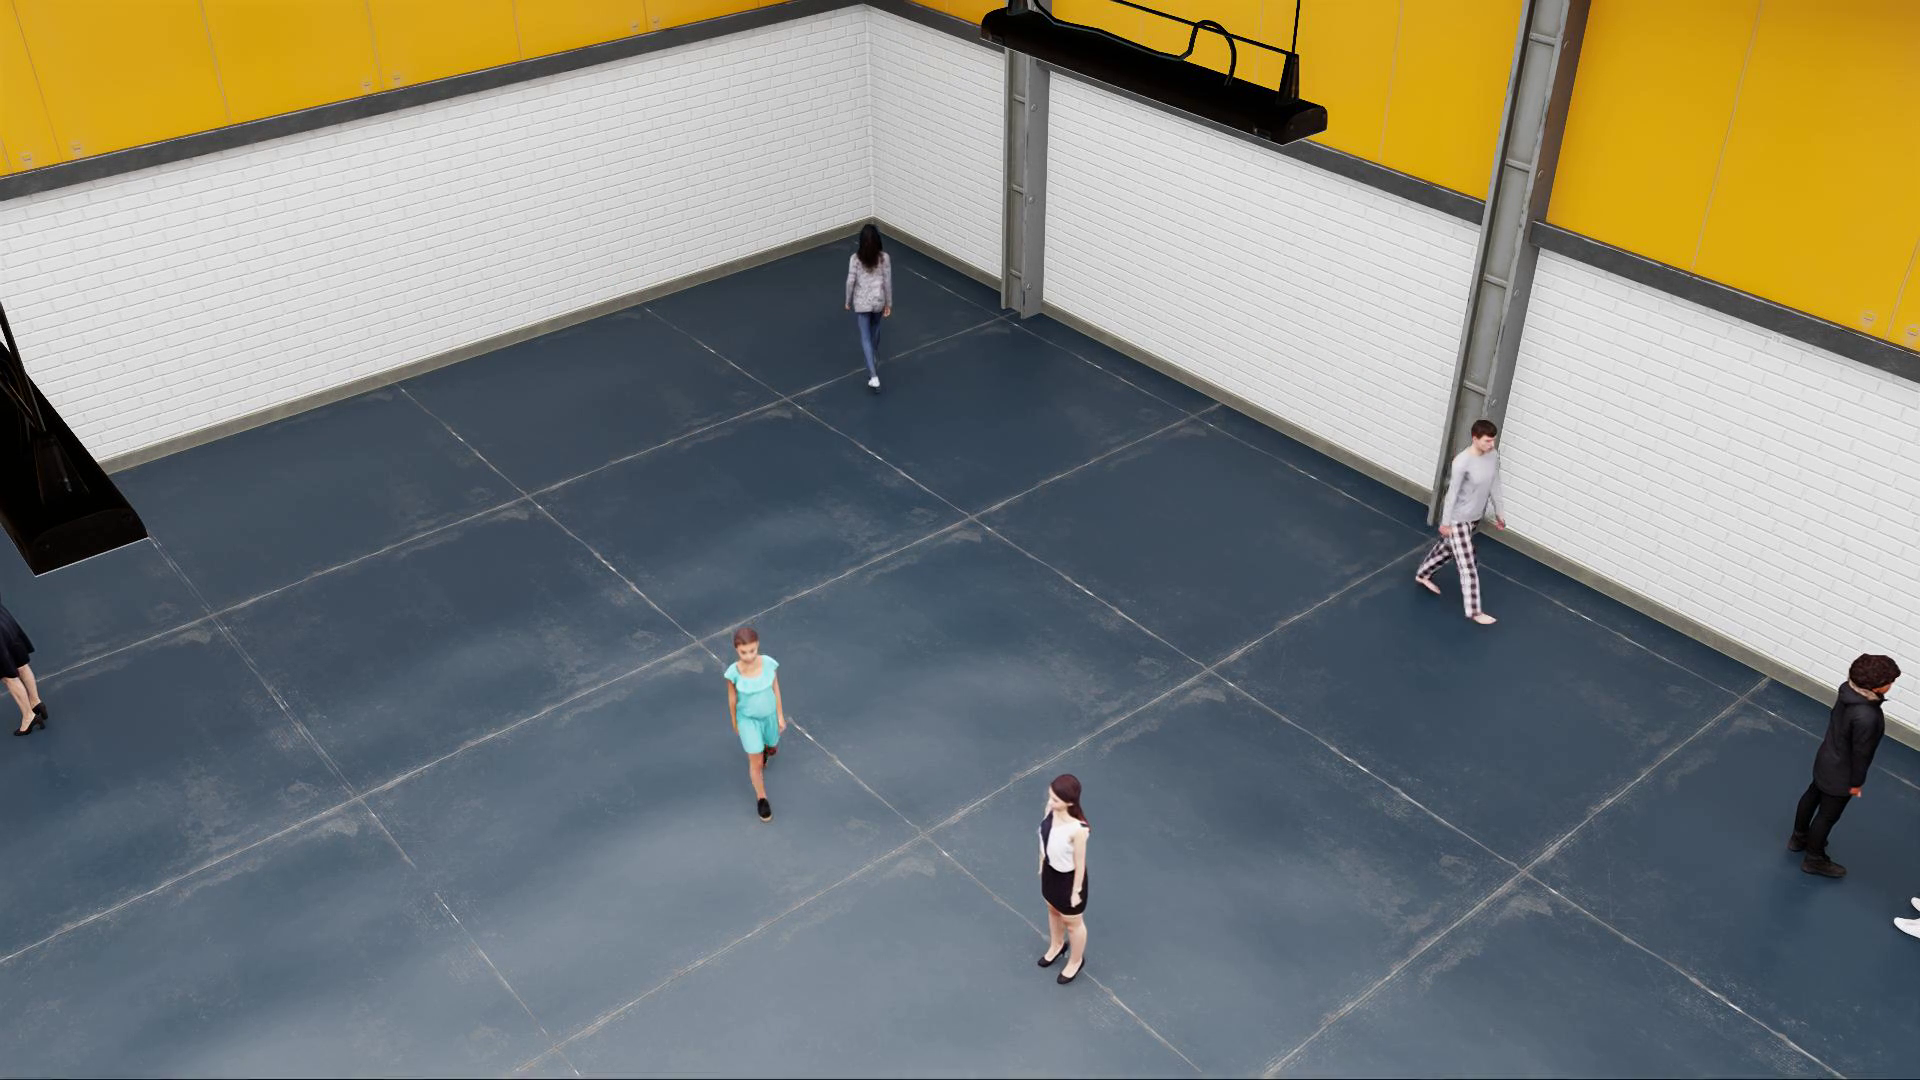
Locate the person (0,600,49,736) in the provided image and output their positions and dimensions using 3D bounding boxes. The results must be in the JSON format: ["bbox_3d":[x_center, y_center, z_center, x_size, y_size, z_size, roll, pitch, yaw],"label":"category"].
[{"bbox_3d":[-7.280,0.722,12.538,0.764,1.747,0.675,-3,34,-5],"label":"person"}]

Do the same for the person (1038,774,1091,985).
[{"bbox_3d":[0.662,2.127,10.511,0.622,1.649,0.461,-22,39,-29],"label":"person"}]

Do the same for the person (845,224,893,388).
[{"bbox_3d":[-0.935,-2.407,17.292,0.937,1.694,1.235,-9,35,-13],"label":"person"}]

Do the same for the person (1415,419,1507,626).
[{"bbox_3d":[4.167,-0.234,13.927,0.701,1.801,1.152,-22,39,-29],"label":"person"}]

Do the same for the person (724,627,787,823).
[{"bbox_3d":[-1.462,1.234,11.953,0.760,1.541,1.017,-11,35,-16],"label":"person"}]

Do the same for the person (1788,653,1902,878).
[{"bbox_3d":[5.999,1.512,11.317,0.791,1.782,0.733,3,34,5],"label":"person"}]
